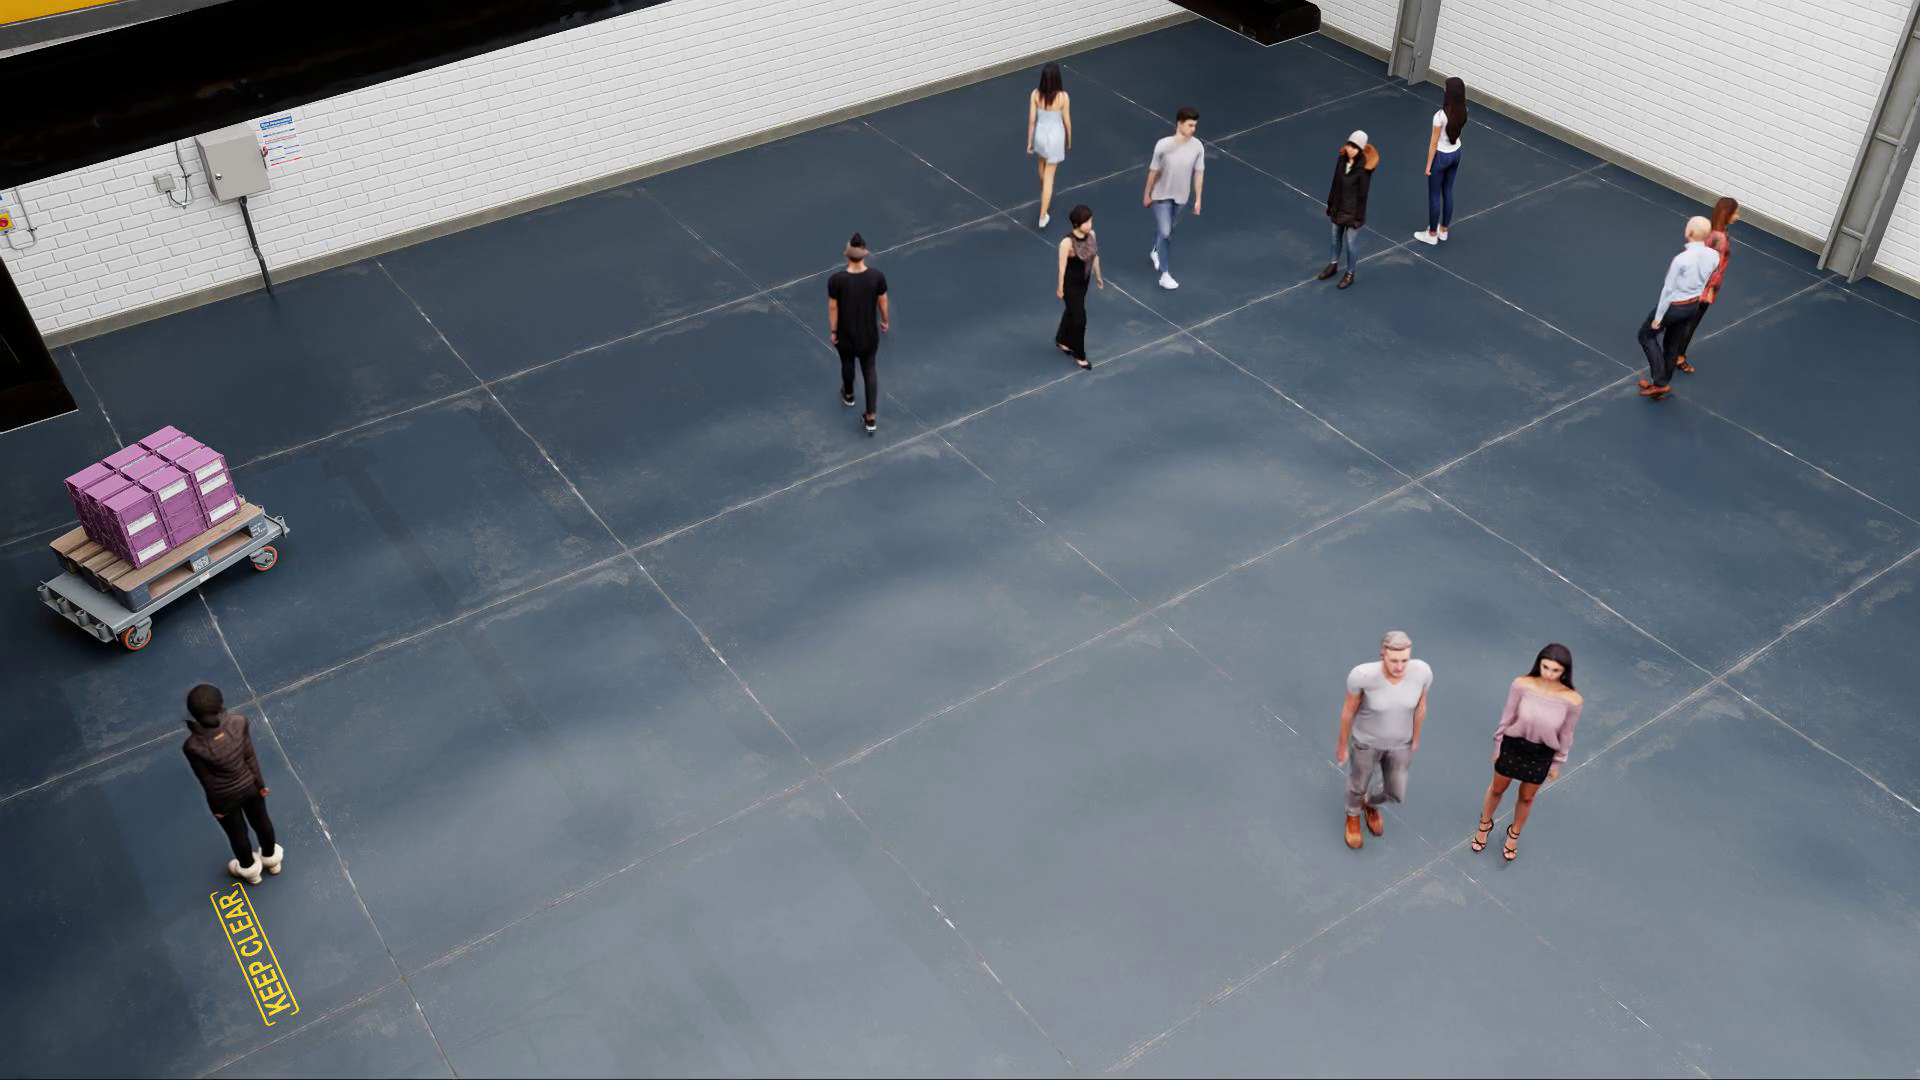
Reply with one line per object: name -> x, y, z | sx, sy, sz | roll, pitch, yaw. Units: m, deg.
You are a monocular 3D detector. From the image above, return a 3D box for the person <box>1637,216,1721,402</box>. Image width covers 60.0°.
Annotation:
person -> 6.374, -1.968, 14.671 | 0.716, 1.777, 0.747 | -15, 41, -18

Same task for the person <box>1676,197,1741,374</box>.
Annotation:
person -> 6.784, -2.343, 15.203 | 0.758, 1.699, 0.693 | 5, 39, 6

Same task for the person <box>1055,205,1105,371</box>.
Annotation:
person -> 1.006, -2.390, 15.354 | 0.829, 1.582, 0.697 | 26, 45, 29

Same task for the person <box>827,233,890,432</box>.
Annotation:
person -> -0.855, -1.794, 14.402 | 0.919, 1.840, 1.120 | -10, 40, -12

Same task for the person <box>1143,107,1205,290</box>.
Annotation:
person -> 2.042, -3.461, 16.482 | 0.873, 1.850, 1.113 | -8, 39, -9

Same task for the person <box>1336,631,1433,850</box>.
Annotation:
person -> 2.670, 1.214, 10.656 | 0.834, 1.814, 0.858 | -2, 39, -2

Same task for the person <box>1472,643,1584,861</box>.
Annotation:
person -> 3.575, 1.344, 10.496 | 0.630, 1.811, 0.748 | 17, 42, 20

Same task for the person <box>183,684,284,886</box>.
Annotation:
person -> -4.510, 1.549, 10.358 | 0.623, 1.663, 0.691 | -31, 48, -33

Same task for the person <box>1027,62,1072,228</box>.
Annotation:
person -> 0.918, -4.112, 17.436 | 1.126, 1.676, 1.149 | 8, 39, 10

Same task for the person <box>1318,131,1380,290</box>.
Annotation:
person -> 3.842, -3.286, 16.437 | 0.685, 1.631, 0.523 | -26, 46, -29

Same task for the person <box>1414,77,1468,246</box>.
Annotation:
person -> 4.987, -3.888, 17.079 | 0.580, 1.770, 0.529 | -22, 44, -26
